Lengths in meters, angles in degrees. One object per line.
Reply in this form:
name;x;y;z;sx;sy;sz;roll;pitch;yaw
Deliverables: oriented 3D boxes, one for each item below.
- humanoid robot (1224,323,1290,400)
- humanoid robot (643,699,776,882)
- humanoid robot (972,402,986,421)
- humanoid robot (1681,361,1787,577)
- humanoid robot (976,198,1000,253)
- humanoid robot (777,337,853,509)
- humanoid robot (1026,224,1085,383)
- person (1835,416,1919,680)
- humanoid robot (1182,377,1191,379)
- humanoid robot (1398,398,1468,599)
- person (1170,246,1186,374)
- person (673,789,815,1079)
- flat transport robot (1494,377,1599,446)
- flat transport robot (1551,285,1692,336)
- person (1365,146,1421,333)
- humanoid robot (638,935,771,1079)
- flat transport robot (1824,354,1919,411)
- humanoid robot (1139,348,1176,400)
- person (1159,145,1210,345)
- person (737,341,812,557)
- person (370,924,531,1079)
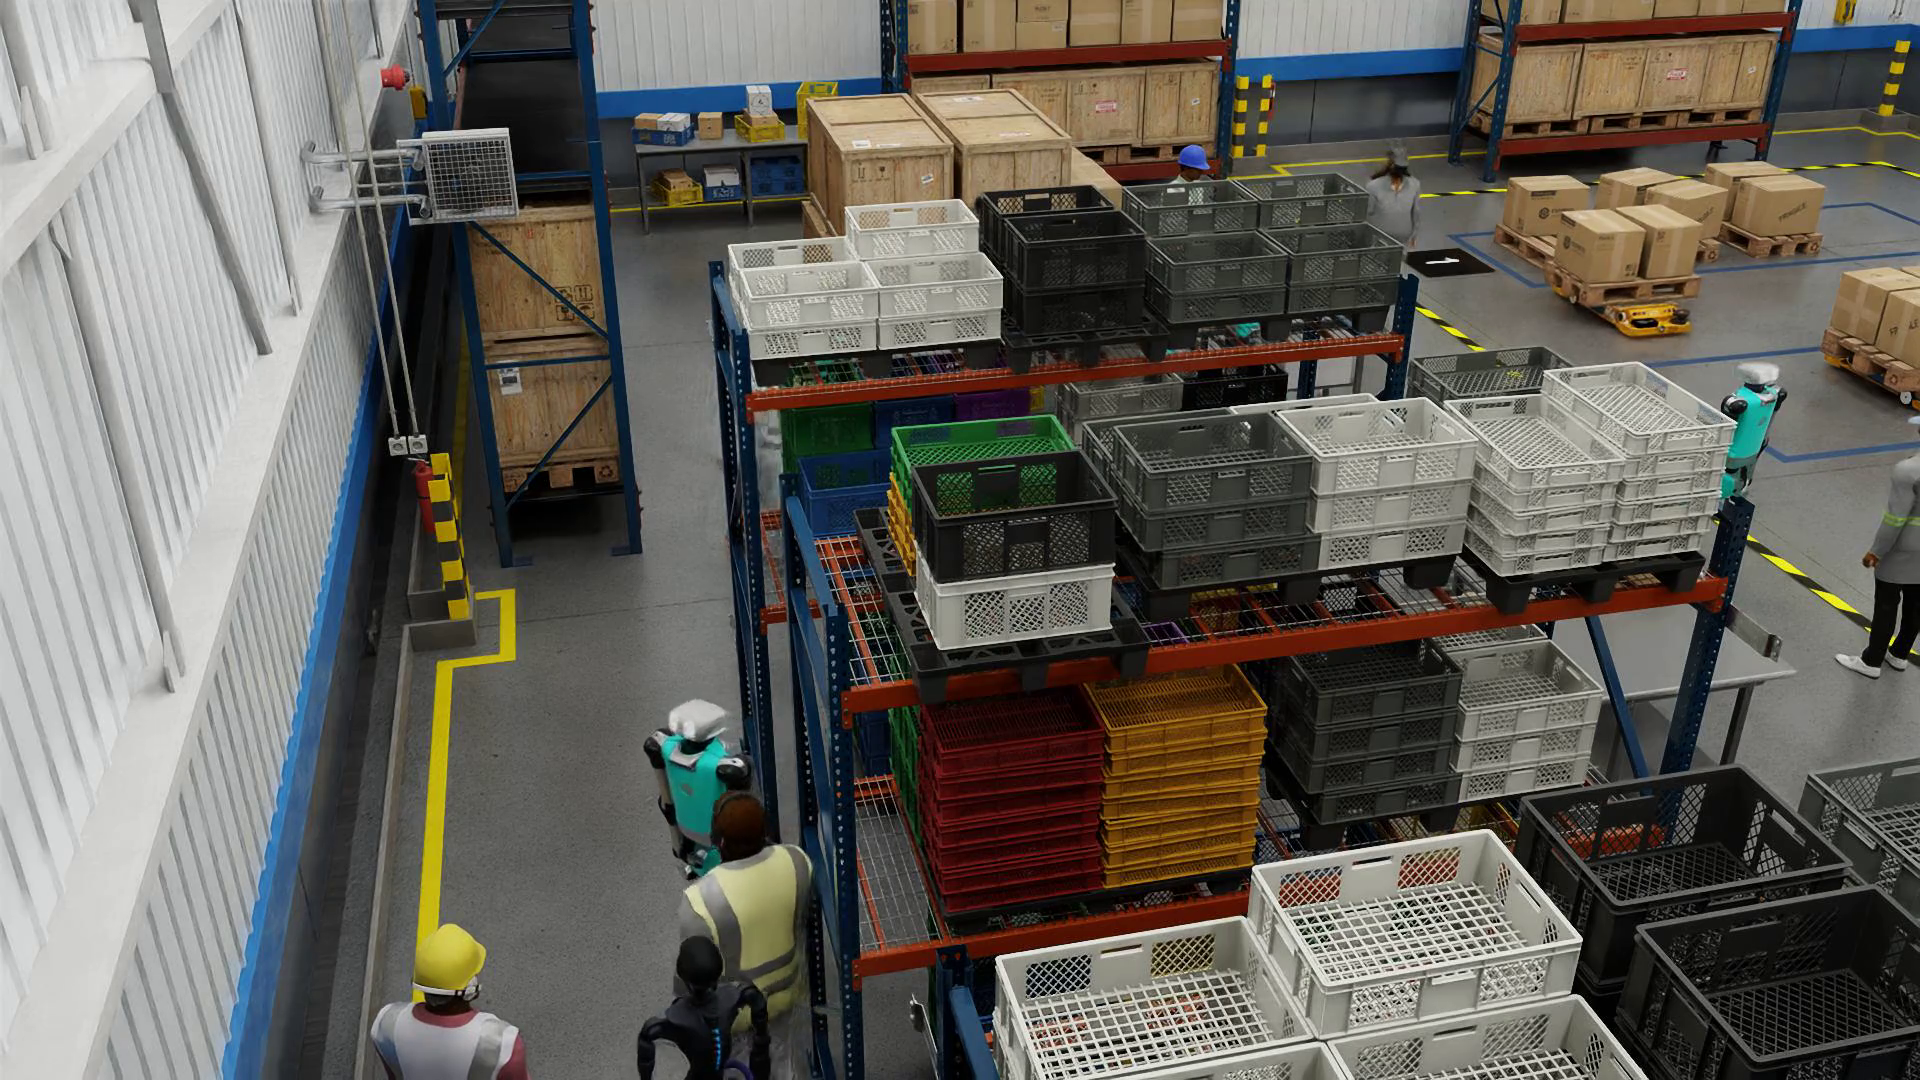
humanoid robot;2.347;-1.323;12.950;0.682;1.765;0.539;14;31;24
humanoid robot;-1.023;1.420;7.779;0.556;1.765;0.743;15;31;25
humanoid robot;0.163;-0.213;10.965;0.465;1.648;0.590;-17;32;-28
humanoid robot;5.020;-0.481;11.241;0.533;1.677;0.735;-15;31;-26
humanoid robot;0.127;-2.279;14.875;0.520;1.630;0.603;-4;28;-7
humanoid robot;-1.180;-0.814;12.052;0.928;1.767;0.546;-6;28;-12
humanoid robot;0.871;-1.988;14.248;0.990;1.713;0.544;-8;29;-15
person;5.888;0.002;10.350;0.587;1.847;0.400;-9;29;-17
humanoid robot;1.517;-0.305;11.120;0.457;1.657;0.604;23;36;37
humanoid robot;3.294;-0.295;11.117;0.544;1.631;0.611;-10;29;-18
person;1.577;-1.309;12.647;0.403;2.036;0.598;9;29;16
person;-0.912;1.836;6.924;0.661;1.812;0.589;-19;33;-32
flat transport robot;4.780;-1.036;14.013;0.659;0.231;1.431;-6;28;-12
flat transport robot;6.563;-2.382;16.536;0.652;0.197;1.431;-6;28;-12
person;4.136;-2.957;16.085;0.576;1.753;0.755;-4;28;-7
humanoid robot;-0.991;2.192;6.362;0.599;1.661;0.335;-17;32;-29
flat transport robot;8.473;-1.467;14.800;0.652;0.197;1.431;-6;28;-12
humanoid robot;1.557;-0.703;11.856;0.690;1.843;0.542;-4;28;-7
person;2.052;-2.686;15.355;0.412;1.939;0.602;20;34;33
person;-1.263;-0.625;11.560;1.006;1.830;0.623;10;29;18
person;-1.822;2.194;6.222;0.584;1.824;0.405;5;28;10
